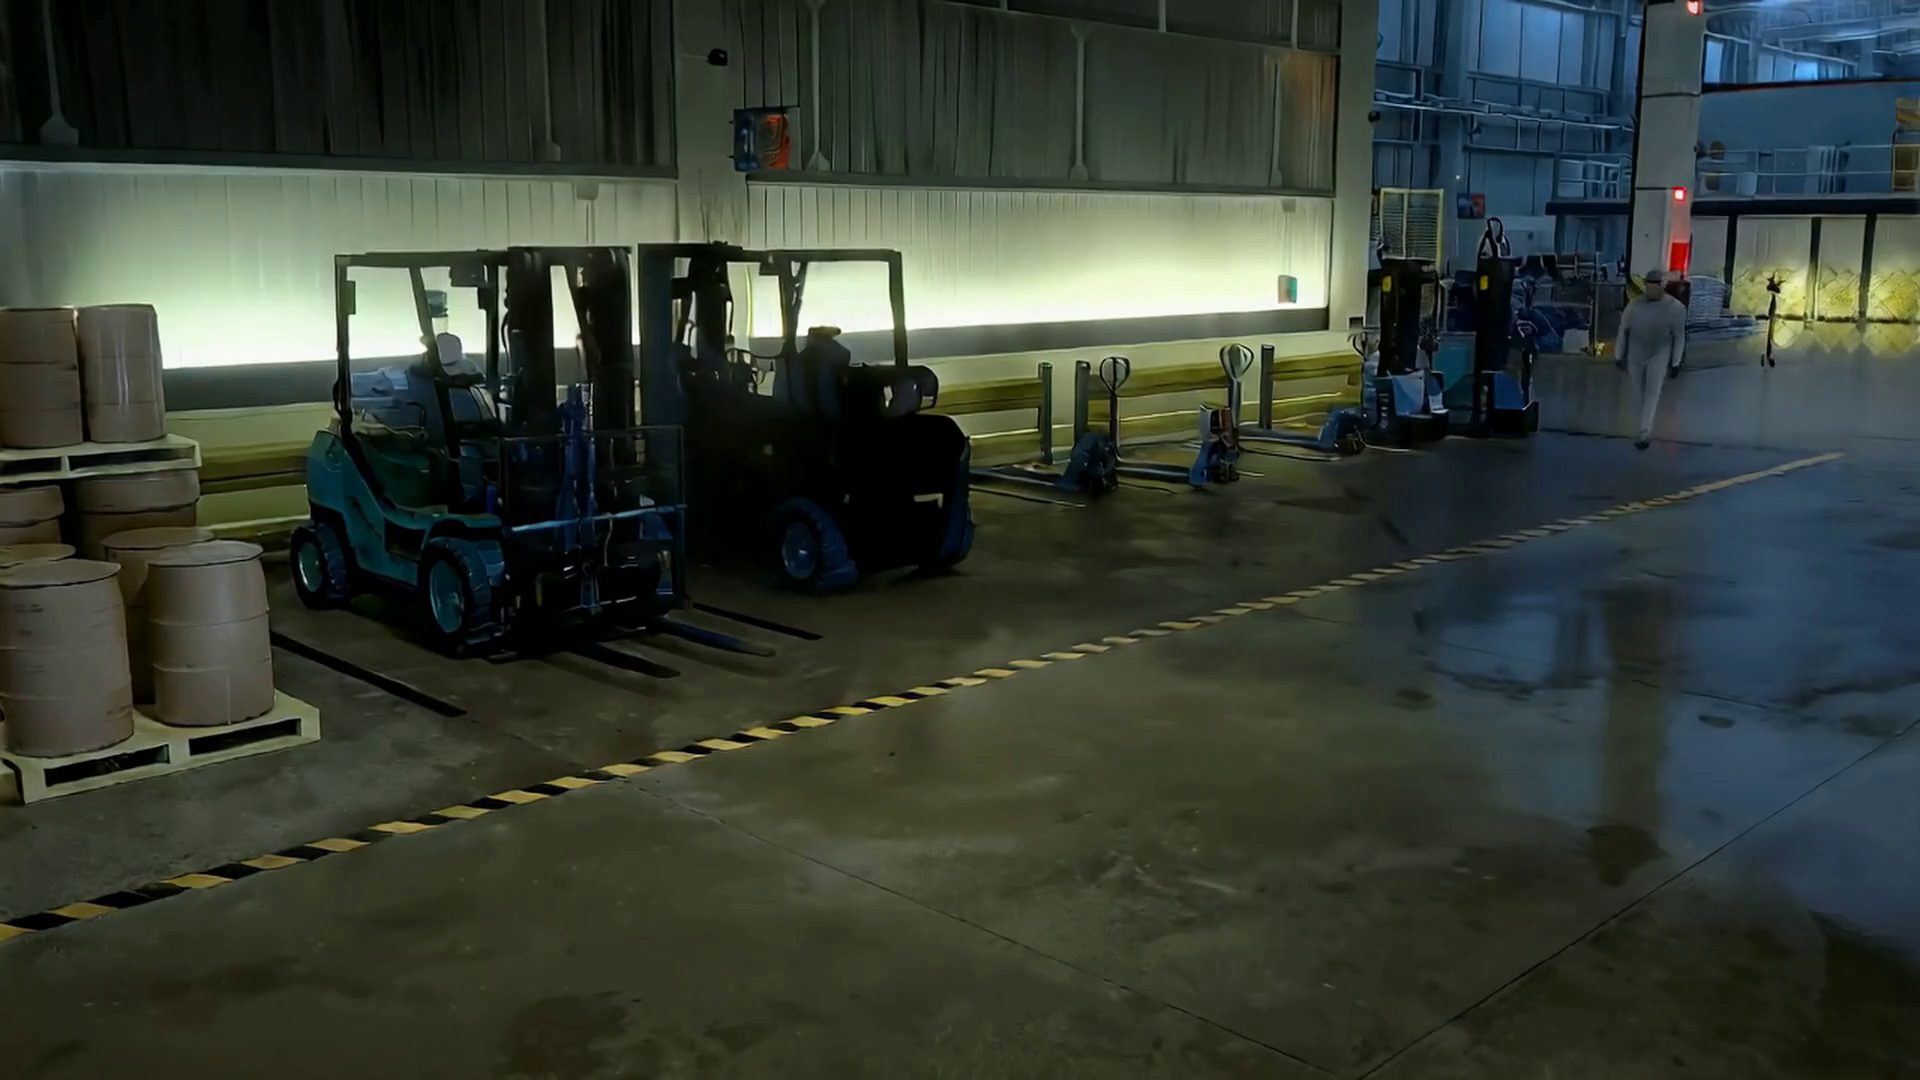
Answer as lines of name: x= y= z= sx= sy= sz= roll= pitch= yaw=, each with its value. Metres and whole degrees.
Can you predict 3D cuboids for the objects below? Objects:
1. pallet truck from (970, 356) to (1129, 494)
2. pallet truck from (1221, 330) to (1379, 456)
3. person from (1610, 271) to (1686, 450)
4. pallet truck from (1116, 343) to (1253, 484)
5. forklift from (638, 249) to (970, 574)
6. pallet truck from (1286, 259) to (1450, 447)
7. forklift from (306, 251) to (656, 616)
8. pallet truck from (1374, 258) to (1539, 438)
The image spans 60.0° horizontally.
pallet truck: x=0.784 y=-1.085 z=14.876 sx=0.680 sy=1.201 sz=1.601 roll=-10 pitch=14 yaw=-44
pallet truck: x=3.563 y=-1.581 z=17.381 sx=0.653 sy=1.274 sz=1.630 roll=-10 pitch=14 yaw=-44
person: x=7.260 y=-1.900 z=17.605 sx=0.650 sy=1.860 sz=0.916 roll=10 pitch=14 yaw=44
pallet truck: x=1.962 y=-1.215 z=15.415 sx=1.522 sy=1.261 sz=0.704 roll=10 pitch=14 yaw=43
forklift: x=-1.173 y=-0.958 z=11.239 sx=2.680 sy=1.987 sz=1.157 roll=10 pitch=14 yaw=43
pallet truck: x=4.493 y=-2.078 z=18.196 sx=0.823 sy=1.965 sz=1.885 roll=-9 pitch=14 yaw=-40
forklift: x=-2.833 y=-0.669 z=9.694 sx=1.157 sy=1.987 sz=2.680 roll=-10 pitch=14 yaw=-44
pallet truck: x=5.704 y=-2.208 z=18.901 sx=1.885 sy=1.965 sz=0.823 roll=10 pitch=14 yaw=43
